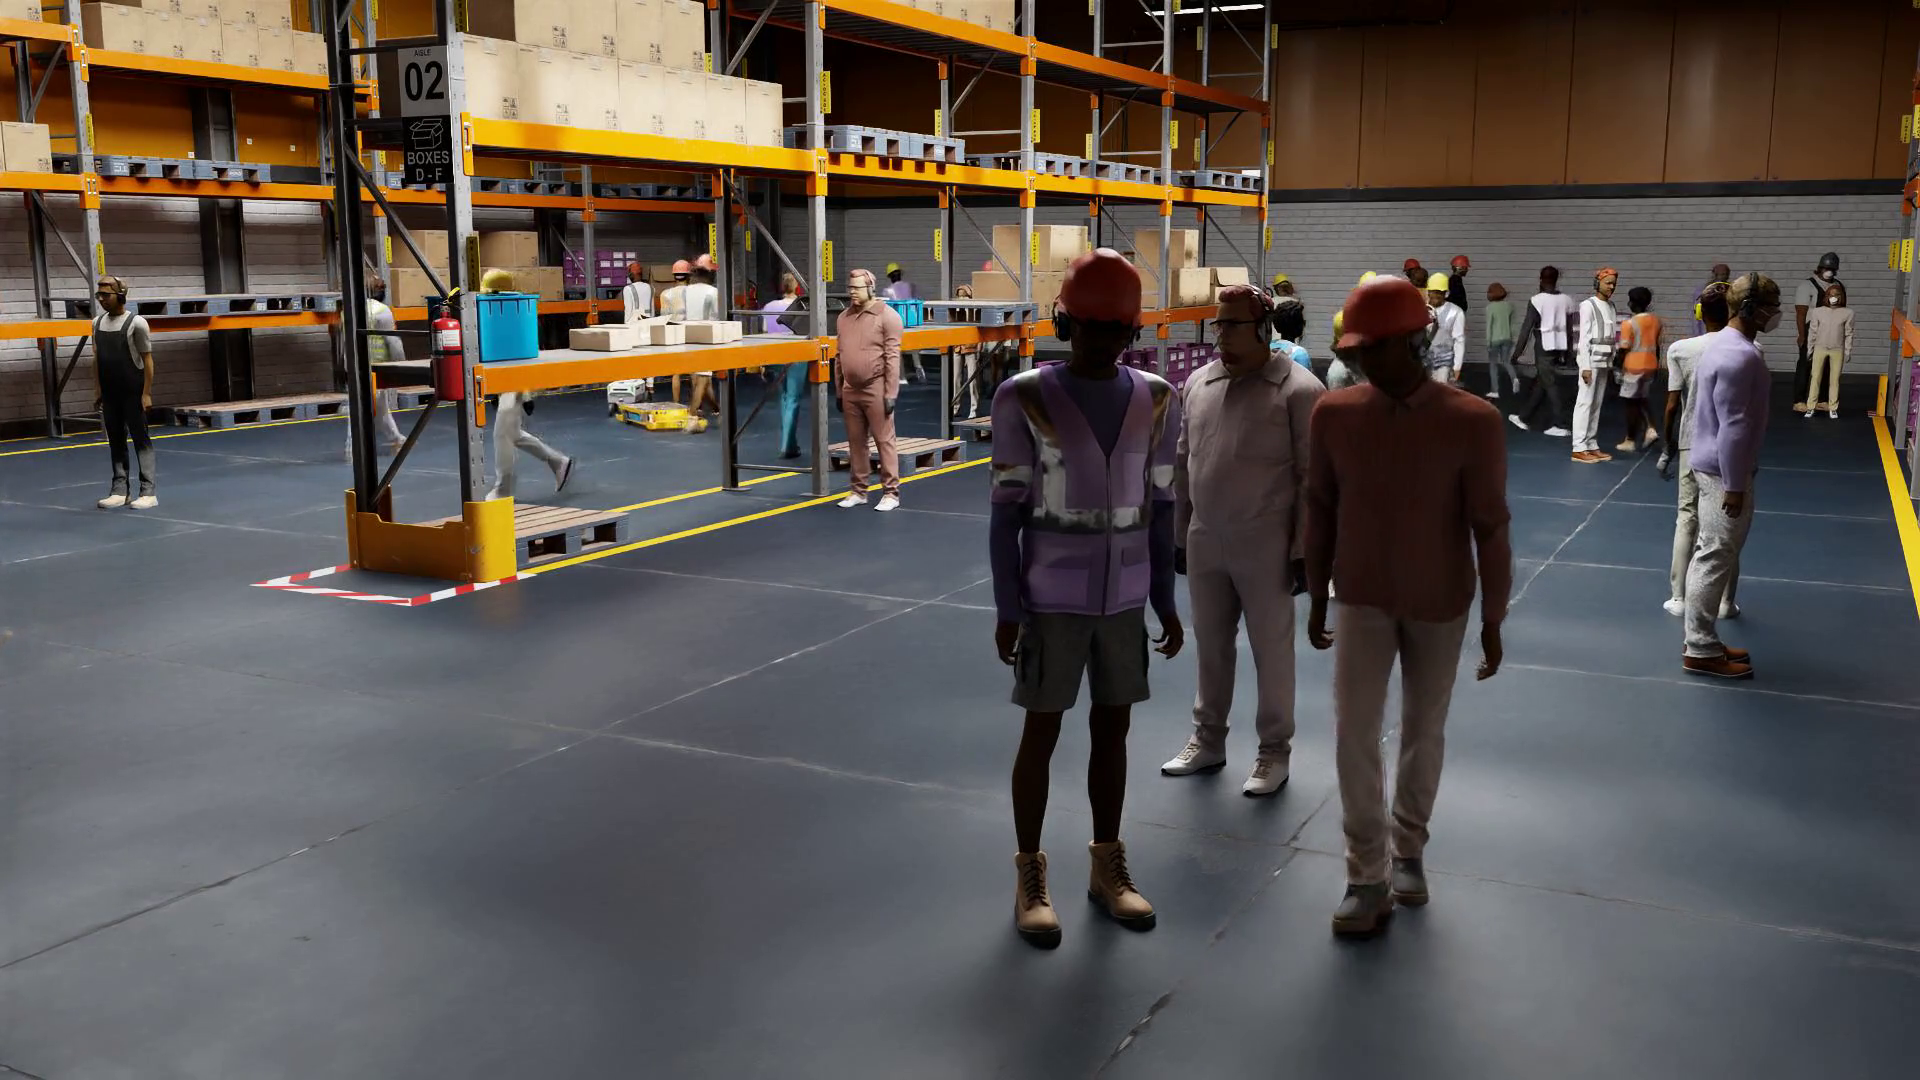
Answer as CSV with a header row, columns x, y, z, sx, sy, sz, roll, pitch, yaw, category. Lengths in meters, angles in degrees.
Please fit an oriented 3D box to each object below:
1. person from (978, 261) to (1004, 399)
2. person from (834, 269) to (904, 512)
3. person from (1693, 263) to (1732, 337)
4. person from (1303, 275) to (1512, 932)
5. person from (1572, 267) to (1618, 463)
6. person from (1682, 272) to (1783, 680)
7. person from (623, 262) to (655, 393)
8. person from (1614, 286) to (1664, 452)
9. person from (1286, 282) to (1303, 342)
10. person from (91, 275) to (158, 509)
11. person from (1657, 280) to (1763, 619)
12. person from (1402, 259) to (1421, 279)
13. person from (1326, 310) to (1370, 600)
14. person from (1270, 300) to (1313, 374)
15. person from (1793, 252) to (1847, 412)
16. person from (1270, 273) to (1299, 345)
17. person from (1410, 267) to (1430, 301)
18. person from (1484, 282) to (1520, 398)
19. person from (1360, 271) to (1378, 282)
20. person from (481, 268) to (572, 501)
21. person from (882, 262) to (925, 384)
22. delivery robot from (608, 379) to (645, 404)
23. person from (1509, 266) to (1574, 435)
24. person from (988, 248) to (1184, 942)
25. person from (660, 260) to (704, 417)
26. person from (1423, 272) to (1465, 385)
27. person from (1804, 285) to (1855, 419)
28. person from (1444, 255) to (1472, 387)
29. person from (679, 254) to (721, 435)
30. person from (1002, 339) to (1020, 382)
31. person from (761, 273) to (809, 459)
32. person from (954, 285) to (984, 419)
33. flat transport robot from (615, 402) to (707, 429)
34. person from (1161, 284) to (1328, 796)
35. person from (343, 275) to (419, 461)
x,y,z,sx,sy,sz,roll,pitch,yaw,category
0.377,-2.880,22.908,0.566,1.912,0.541,4,11,22,person
-0.745,-1.173,13.099,0.637,1.898,0.396,7,12,35,person
10.320,-2.830,22.724,0.674,1.880,0.683,1,10,4,person
1.313,0.197,4.981,0.619,1.945,0.755,4,10,20,person
6.177,-1.693,16.131,0.574,1.884,0.360,-9,13,-43,person
3.684,-0.308,7.976,0.354,1.932,0.628,4,10,20,person
-4.611,-3.029,23.857,0.356,1.887,0.573,6,12,33,person
6.856,-1.721,16.842,0.555,1.684,0.351,-5,11,-25,person
4.861,-3.035,24.683,0.533,1.615,0.347,-6,12,-32,person
-6.631,-1.161,13.163,0.516,1.844,0.332,2,10,13,person
4.160,-0.496,9.237,0.517,1.874,0.328,4,10,21,person
7.456,-3.669,27.446,0.380,1.927,0.542,6,11,29,person
2.315,-0.508,9.817,0.290,1.701,0.629,5,11,27,person
2.271,-0.815,11.580,0.318,1.700,0.535,-4,11,-22,person
11.024,-2.652,21.226,0.684,2.000,0.536,-2,10,-13,person
4.241,-2.641,22.009,0.532,1.754,0.387,-4,10,-20,person
5.789,-2.535,21.122,0.626,1.846,0.429,-4,11,-23,person
7.543,-2.773,23.143,0.531,1.612,0.509,-3,10,-17,person
4.250,-1.882,17.370,0.589,1.834,0.403,8,13,40,person
-3.583,-1.257,13.549,0.787,1.903,0.596,-6,11,-31,person
-0.831,-3.292,25.381,0.675,1.882,0.734,-5,11,-26,person
-4.166,-1.880,20.787,0.477,0.478,0.707,0,10,2,delivery robot
6.542,-2.129,18.691,0.614,1.863,0.997,-5,11,-27,person
0.388,0.170,4.918,0.605,2.033,0.392,-3,10,-19,person
-3.376,-2.442,20.317,0.552,1.933,0.363,-2,10,-14,person
4.837,-1.821,17.040,0.627,1.817,0.547,6,11,29,person
10.655,-2.304,20.385,0.499,1.634,0.278,5,11,28,person
7.541,-3.330,25.290,0.402,1.990,0.622,1,10,5,person
-2.815,-2.210,18.790,0.633,1.993,1.015,6,12,33,person
0.804,-3.245,24.874,0.602,1.967,0.367,1,10,7,person
-1.617,-1.731,16.521,0.610,1.817,0.753,4,11,22,person
0.060,-2.303,20.380,0.512,1.637,0.307,5,11,27,person
-3.519,-1.470,19.501,0.652,0.197,1.431,-5,11,-28,flat transport robot
1.050,0.001,6.258,0.652,1.906,0.402,9,13,42,person
-5.726,-1.701,16.409,0.638,1.797,0.944,8,13,39,person
